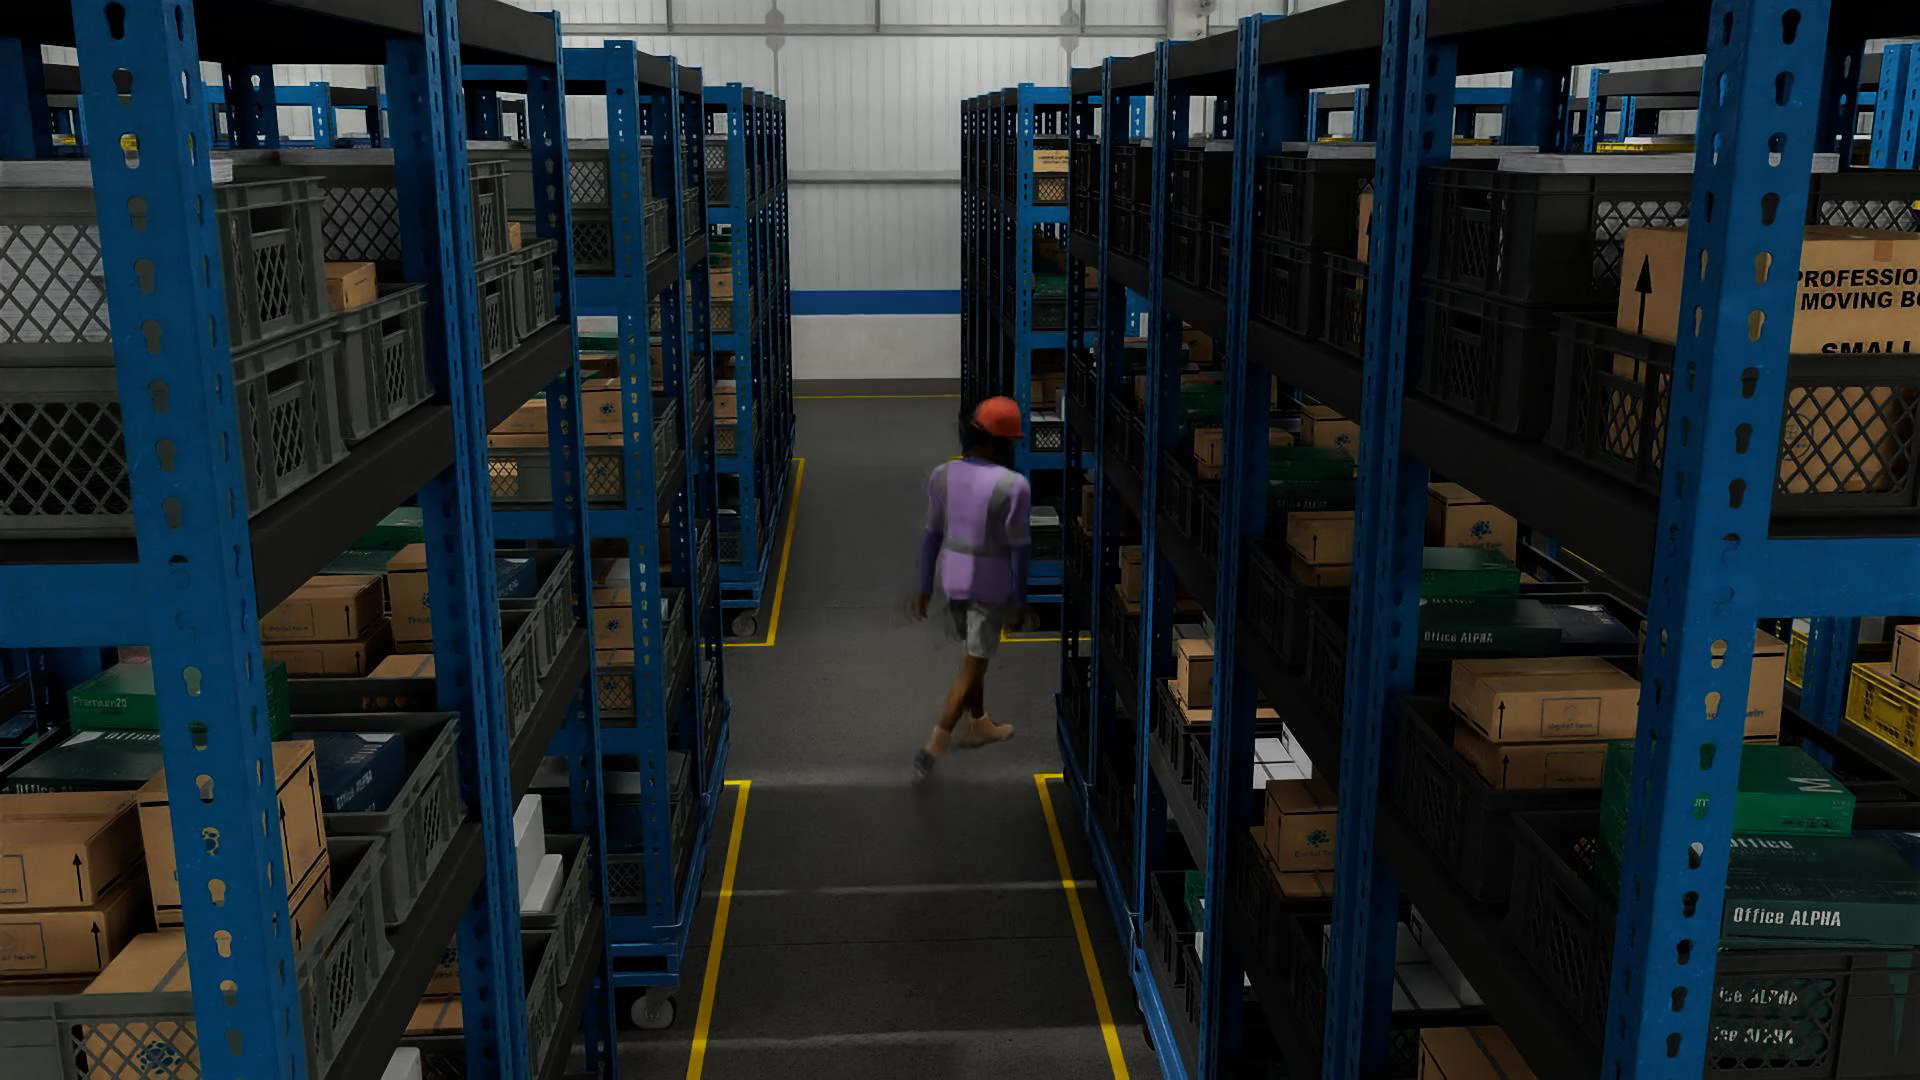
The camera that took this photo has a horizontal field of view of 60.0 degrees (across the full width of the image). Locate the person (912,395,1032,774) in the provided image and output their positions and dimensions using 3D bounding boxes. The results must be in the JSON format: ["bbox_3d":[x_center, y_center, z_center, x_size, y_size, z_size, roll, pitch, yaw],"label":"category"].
[{"bbox_3d":[0.035,0.247,8.669,0.649,1.997,0.934,10,17,35],"label":"person"}]
